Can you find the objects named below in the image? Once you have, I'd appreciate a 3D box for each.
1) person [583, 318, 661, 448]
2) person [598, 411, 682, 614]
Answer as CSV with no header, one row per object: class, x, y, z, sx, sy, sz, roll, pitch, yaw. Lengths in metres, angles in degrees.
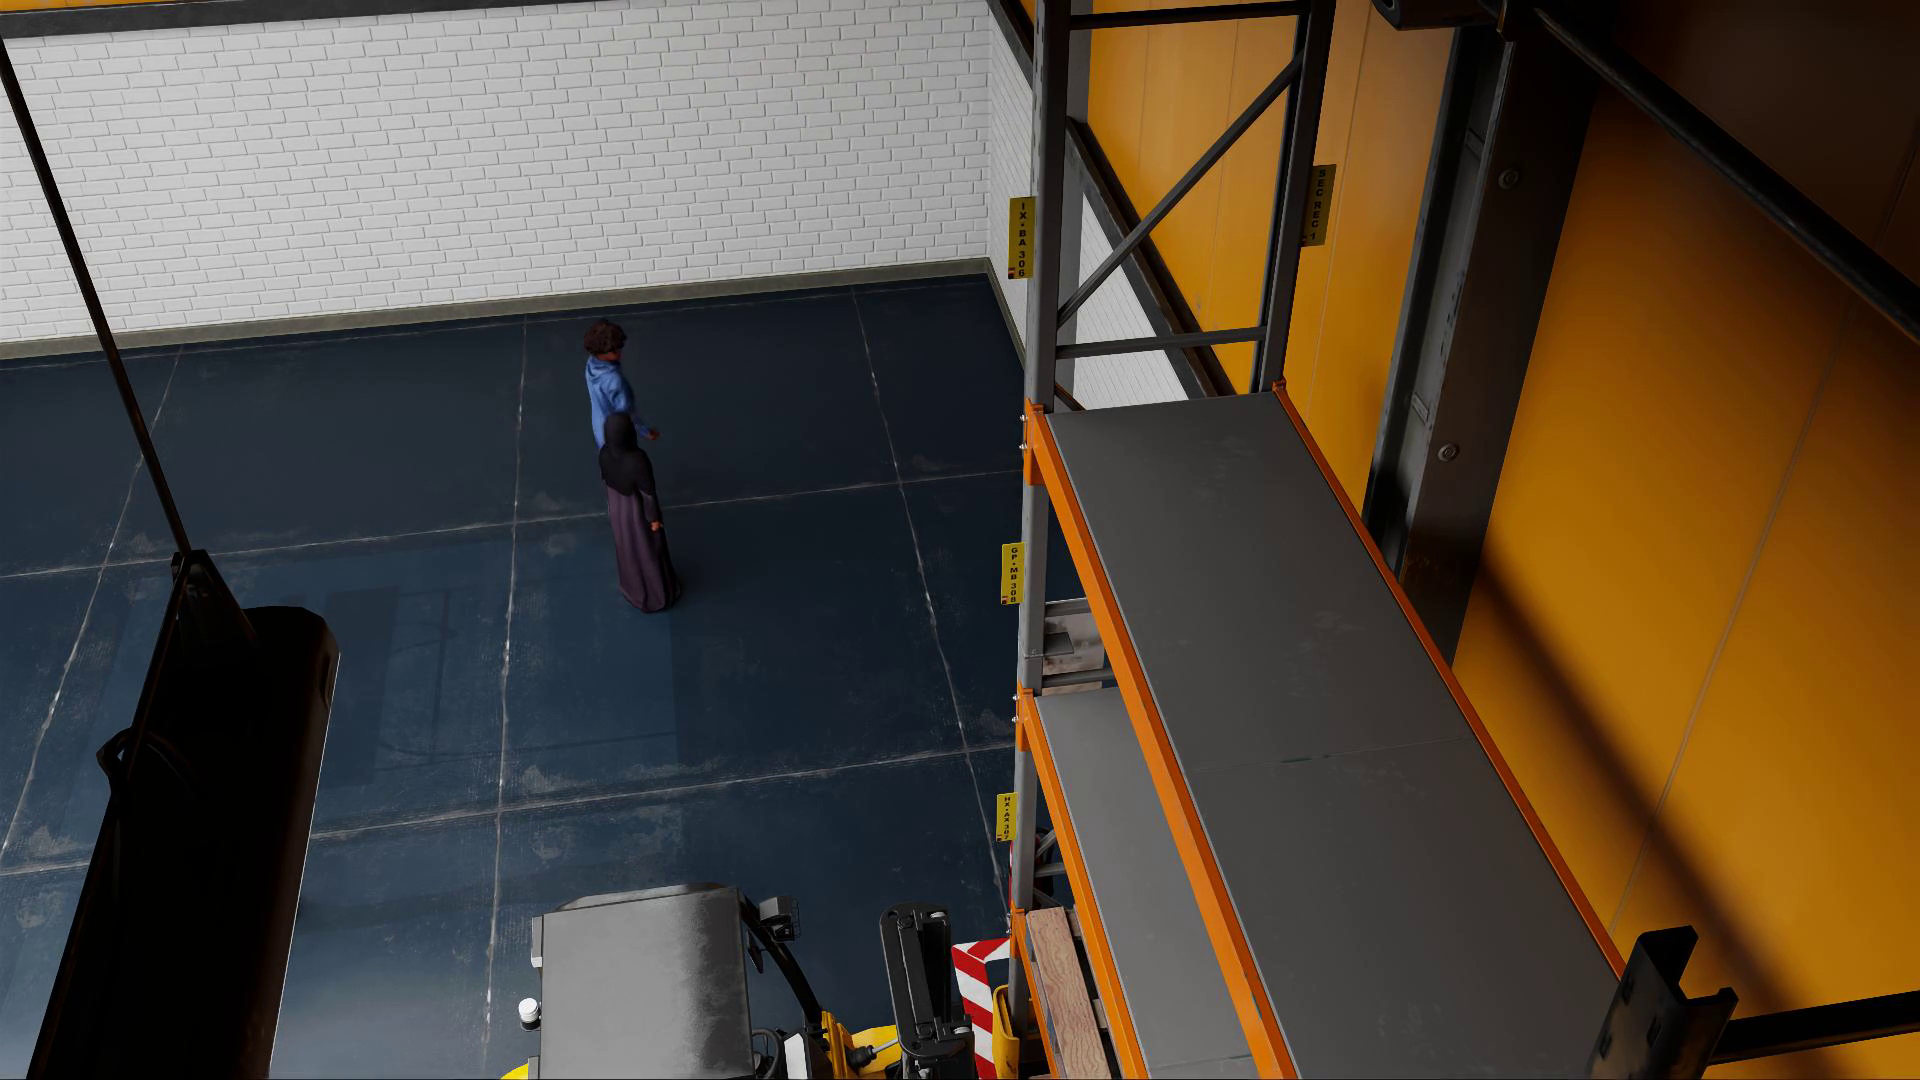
person,-2.564,-0.795,12.194,0.852,1.796,0.718,-22,43,-25
person,-2.283,-0.217,11.616,0.715,1.614,0.776,24,44,27
